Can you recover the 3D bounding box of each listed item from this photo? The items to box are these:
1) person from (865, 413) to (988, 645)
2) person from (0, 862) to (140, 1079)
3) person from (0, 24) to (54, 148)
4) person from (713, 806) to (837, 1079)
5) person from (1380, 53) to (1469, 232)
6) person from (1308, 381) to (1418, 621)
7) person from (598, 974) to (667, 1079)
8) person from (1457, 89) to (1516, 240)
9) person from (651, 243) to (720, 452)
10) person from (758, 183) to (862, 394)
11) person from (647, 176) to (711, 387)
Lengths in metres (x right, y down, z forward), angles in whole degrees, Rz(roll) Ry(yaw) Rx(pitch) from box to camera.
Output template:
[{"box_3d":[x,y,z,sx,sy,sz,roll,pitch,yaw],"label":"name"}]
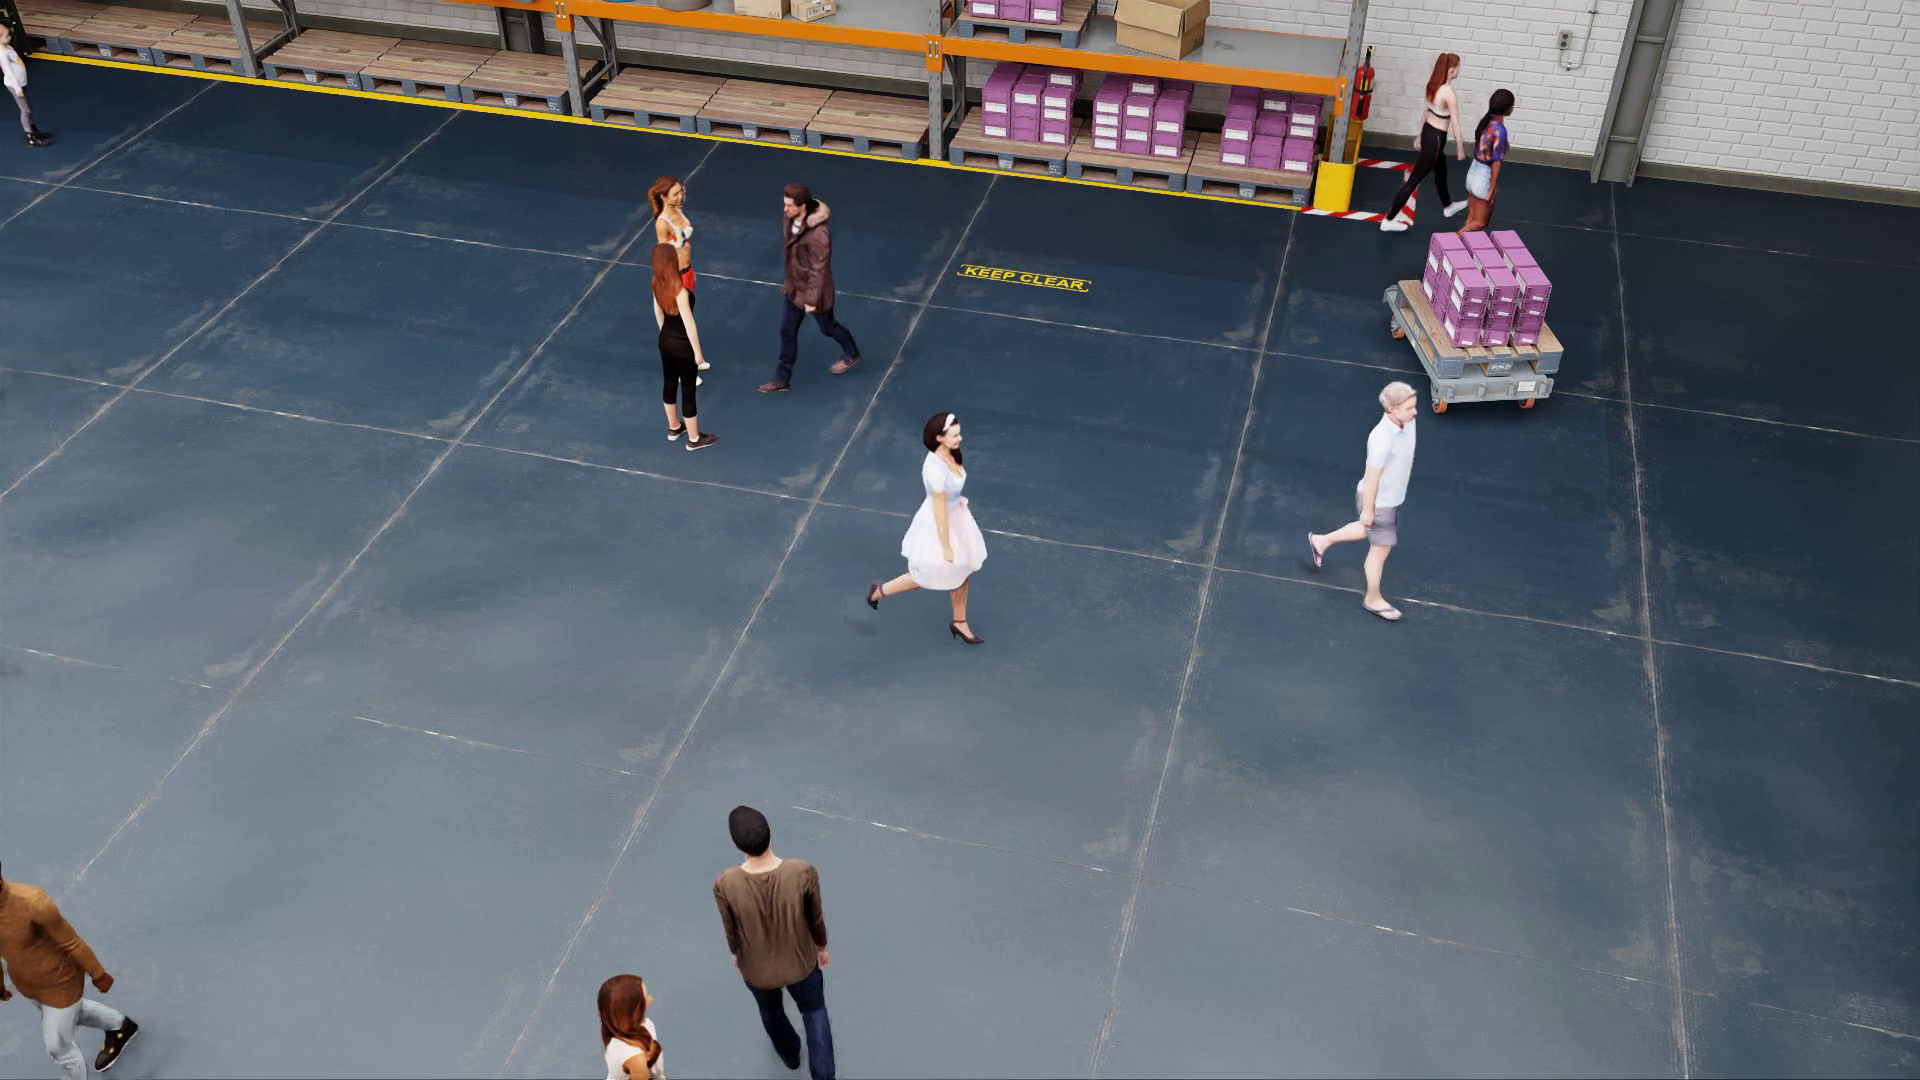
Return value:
[{"box_3d":[-0.206,-0.044,10.817,1.050,1.794,0.659,10,40,12],"label":"person"},{"box_3d":[-4.428,2.089,8.163,0.941,1.772,0.759,6,39,8],"label":"person"},{"box_3d":[-9.661,-4.661,17.013,0.630,1.277,0.584,-13,40,-16],"label":"person"},{"box_3d":[-0.875,2.093,8.085,1.011,1.863,0.990,-5,39,-6],"label":"person"},{"box_3d":[4.268,-3.608,15.361,1.253,1.693,0.979,-7,39,-9],"label":"person"},{"box_3d":[2.750,-0.321,11.153,1.137,1.808,0.897,25,45,28],"label":"person"},{"box_3d":[-1.491,2.559,7.568,0.704,1.781,0.671,-14,41,-17],"label":"person"},{"box_3d":[4.552,-3.156,14.765,0.951,1.729,0.820,-8,39,-10],"label":"person"},{"box_3d":[-2.158,-1.481,12.671,0.600,1.726,0.710,31,48,33],"label":"person"},{"box_3d":[-1.126,-2.029,13.299,1.232,1.797,1.272,-27,46,-30],"label":"person"},{"box_3d":[-2.279,-2.102,13.396,0.568,1.791,0.571,7,39,9],"label":"person"}]
